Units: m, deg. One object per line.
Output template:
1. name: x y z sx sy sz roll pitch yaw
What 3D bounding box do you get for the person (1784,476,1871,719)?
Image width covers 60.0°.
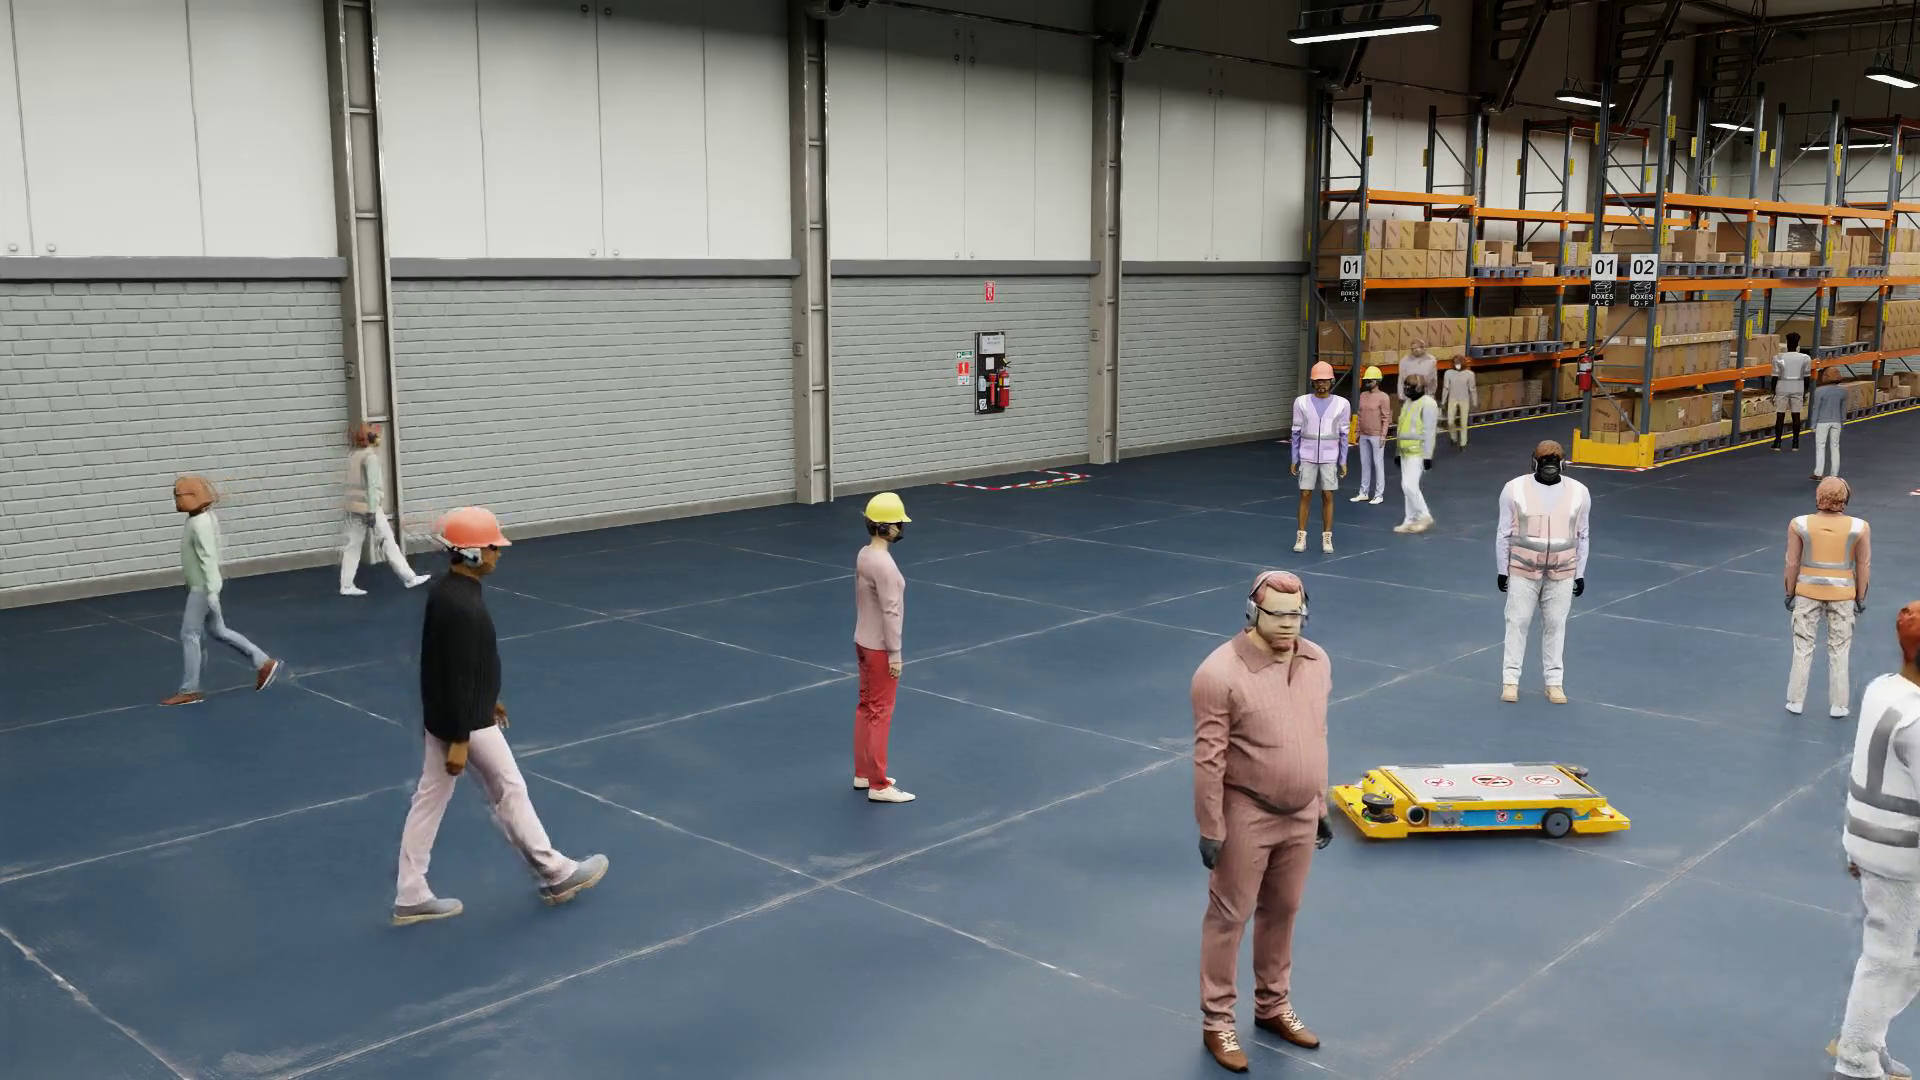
1. person: 5.825 0.389 11.201 0.514 1.641 0.307 5 10 26

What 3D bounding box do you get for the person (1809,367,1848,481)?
1. person: 12.350 -1.646 23.654 0.493 1.624 0.280 -1 9 -7

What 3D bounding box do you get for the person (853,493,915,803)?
1. person: -0.434 0.606 9.496 0.324 1.767 0.533 -3 10 -20

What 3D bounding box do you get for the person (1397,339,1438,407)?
1. person: 7.552 -2.391 27.468 0.664 1.865 0.716 1 9 9

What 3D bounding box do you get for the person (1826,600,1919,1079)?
1. person: 3.387 1.137 5.941 0.432 1.865 0.579 4 10 21

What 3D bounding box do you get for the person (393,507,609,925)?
1. person: -2.201 0.805 7.769 1.036 1.934 0.613 -6 11 -32

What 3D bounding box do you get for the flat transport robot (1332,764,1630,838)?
1. flat transport robot: 2.834 1.415 9.111 1.431 0.197 0.652 -1 9 -4

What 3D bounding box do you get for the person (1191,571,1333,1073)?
1. person: 1.183 1.053 6.352 0.645 1.905 0.400 -5 11 -30

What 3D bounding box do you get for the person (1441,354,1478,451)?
1. person: 8.235 -2.259 27.408 0.612 1.607 0.432 4 10 22

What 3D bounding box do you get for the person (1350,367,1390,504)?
1. person: 5.283 -1.343 21.376 0.315 1.769 0.525 -6 11 -31

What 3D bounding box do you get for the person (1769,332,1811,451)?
1. person: 13.717 -2.449 27.509 0.607 1.966 0.367 2 10 13

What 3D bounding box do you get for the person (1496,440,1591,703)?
1. person: 4.060 0.222 11.606 0.627 1.844 0.429 2 9 9

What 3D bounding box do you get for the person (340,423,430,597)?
1. person: -5.394 -0.286 15.431 0.853 1.597 0.539 -8 12 -41

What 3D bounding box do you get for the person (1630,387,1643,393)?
1. person: 12.033 -2.680 29.280 0.942 1.839 0.611 -9 13 -43

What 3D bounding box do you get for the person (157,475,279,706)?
1. person: -5.221 0.335 11.633 0.747 1.612 0.513 -5 10 -26

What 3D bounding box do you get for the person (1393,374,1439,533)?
1. person: 5.162 -0.972 18.923 0.447 1.830 0.661 -2 9 -10

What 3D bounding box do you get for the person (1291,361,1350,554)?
1. person: 3.813 -0.870 17.645 0.605 2.045 0.378 2 10 14
